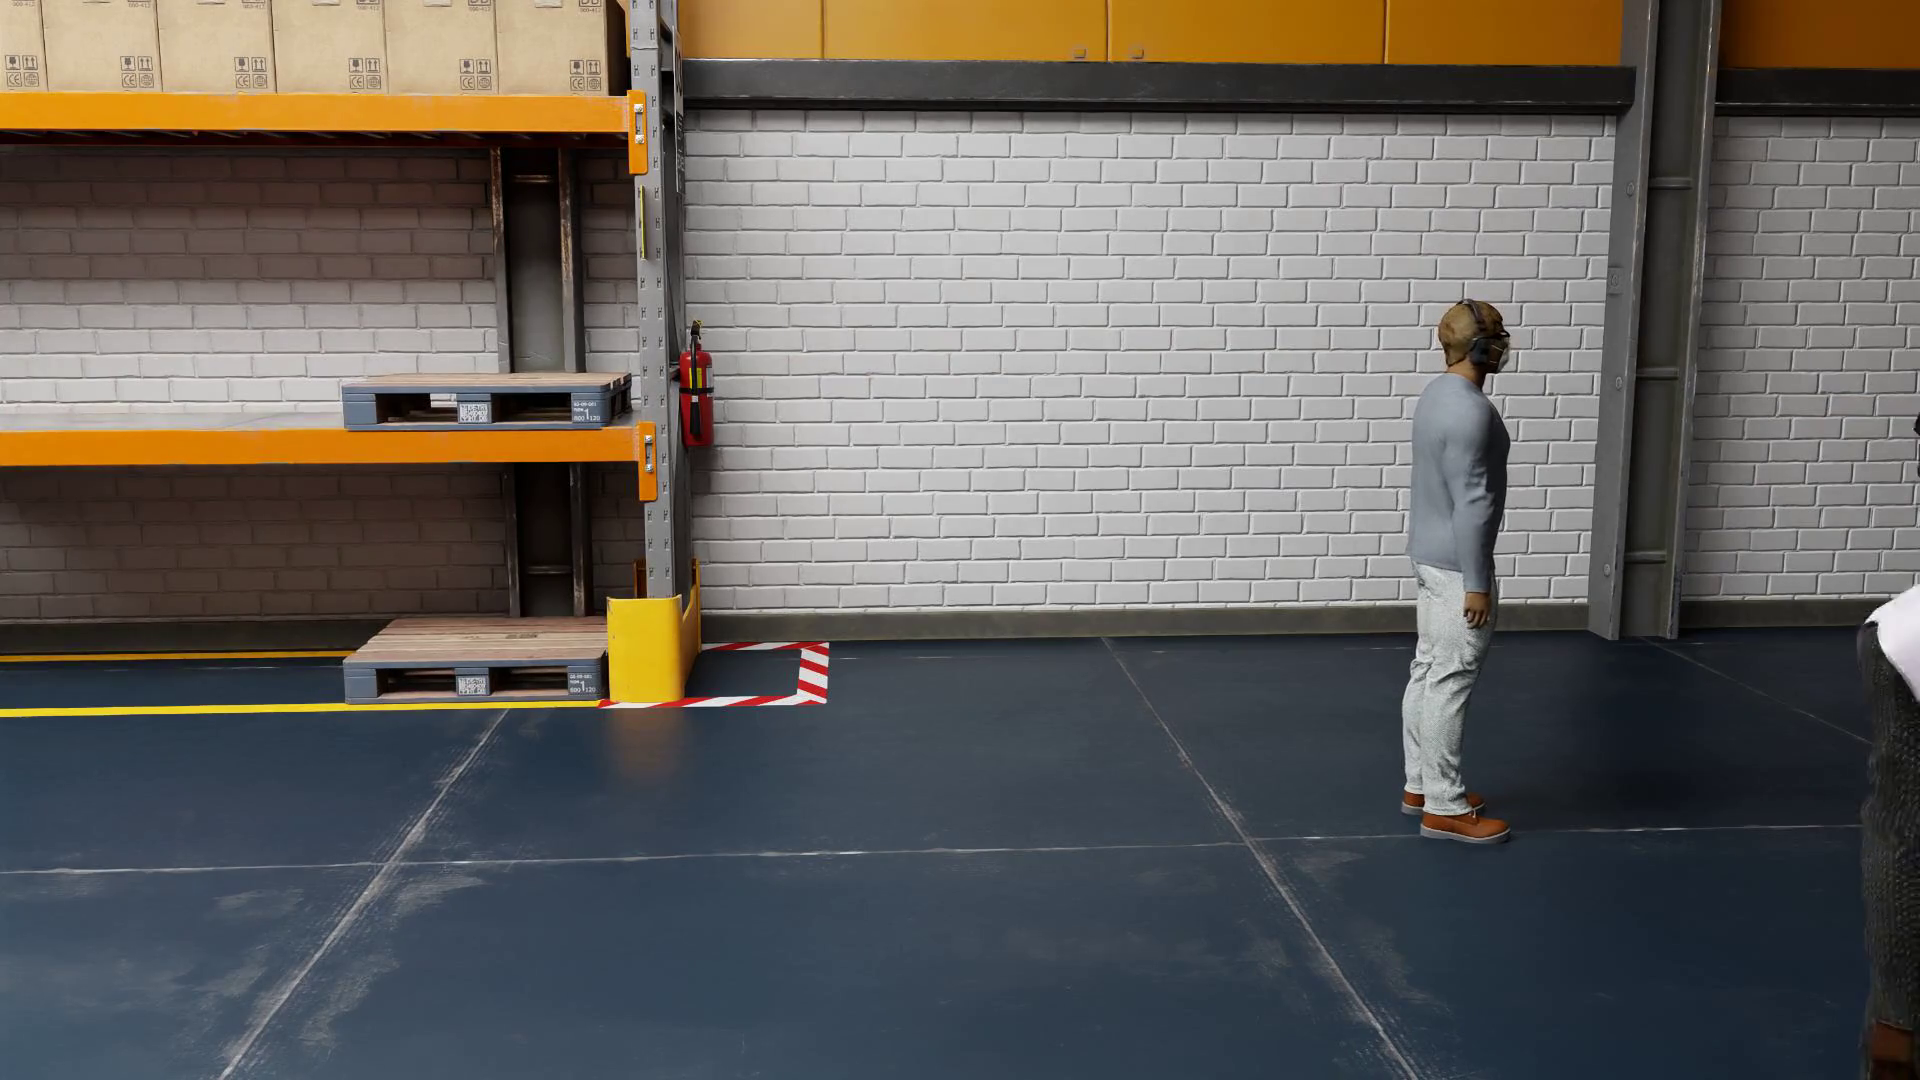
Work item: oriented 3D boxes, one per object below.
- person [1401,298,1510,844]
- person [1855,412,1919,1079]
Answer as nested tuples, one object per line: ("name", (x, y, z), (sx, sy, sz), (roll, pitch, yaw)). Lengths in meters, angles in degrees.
("person", (1.802, 0.107, 6.004), (0.366, 1.939, 0.635), (1, 9, 3))
("person", (1.734, 0.671, 2.691), (0.609, 1.876, 0.965), (-1, 9, -5))
